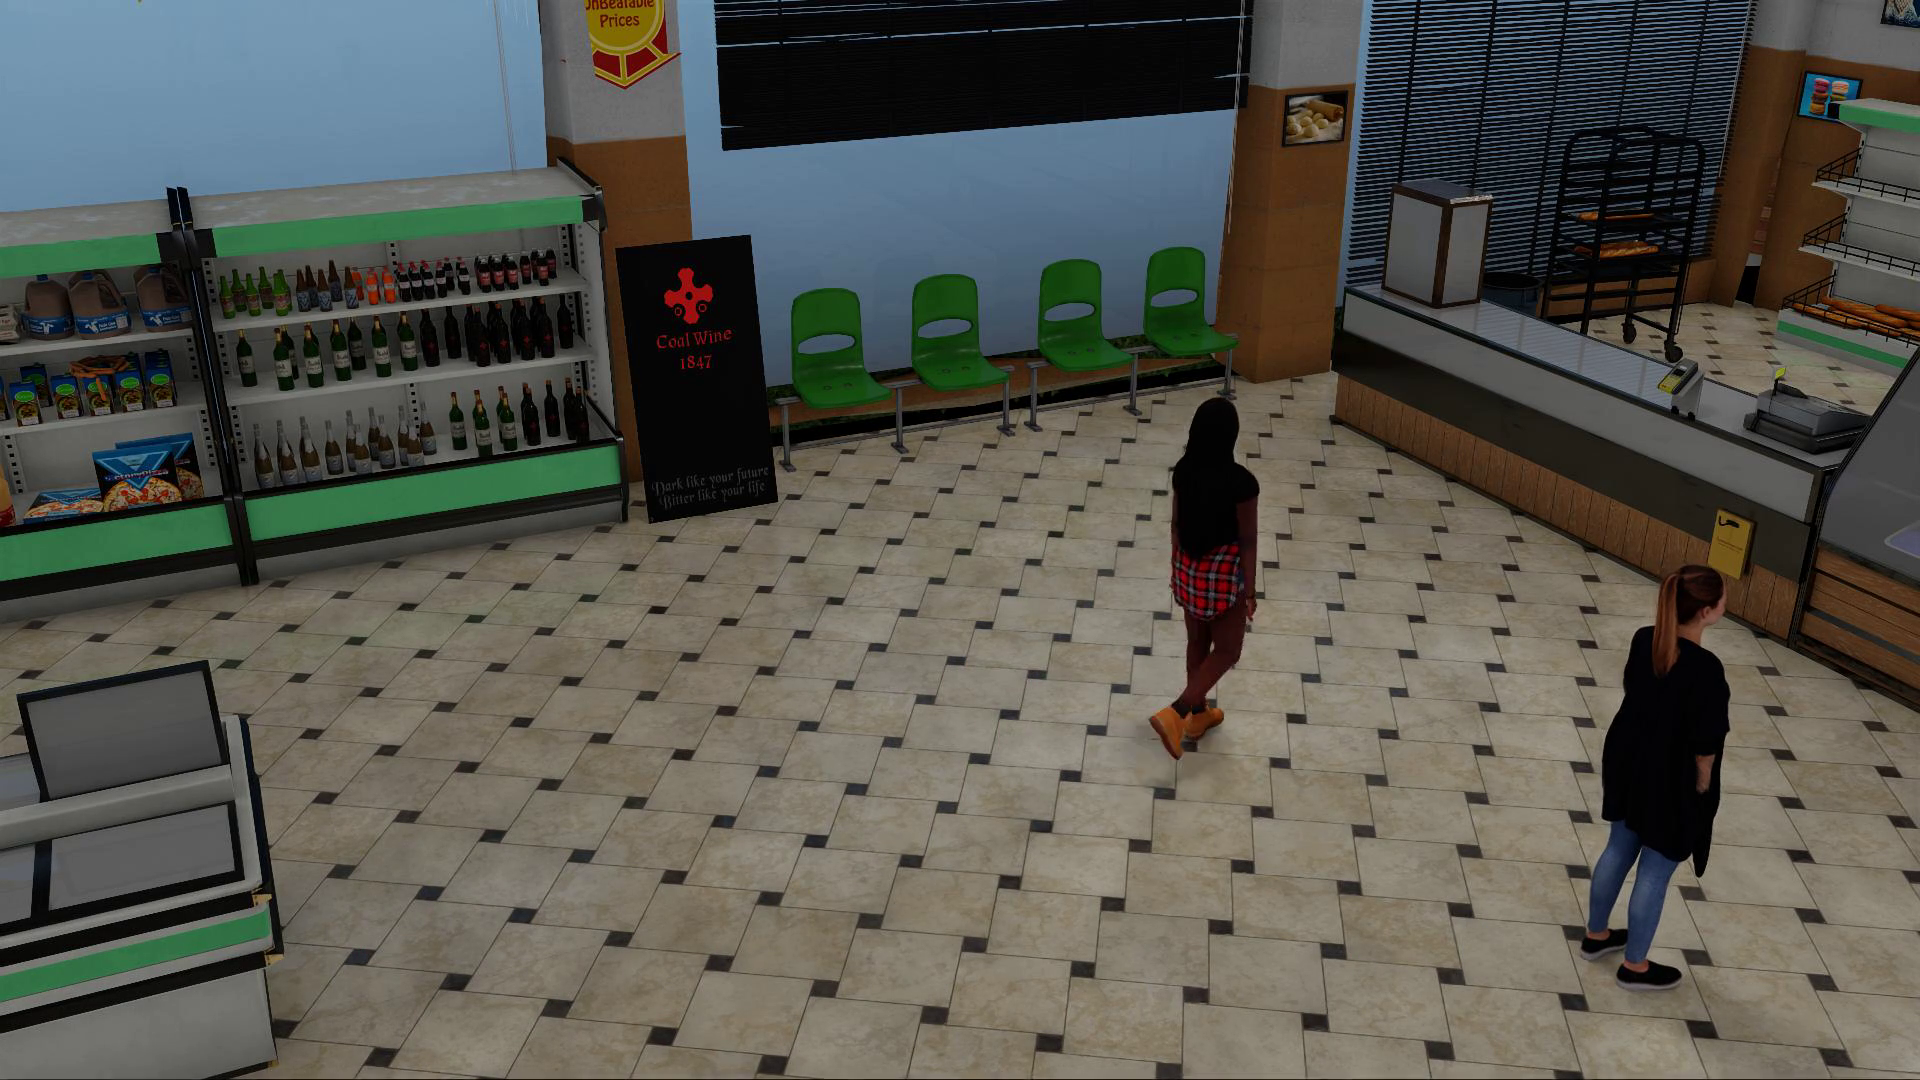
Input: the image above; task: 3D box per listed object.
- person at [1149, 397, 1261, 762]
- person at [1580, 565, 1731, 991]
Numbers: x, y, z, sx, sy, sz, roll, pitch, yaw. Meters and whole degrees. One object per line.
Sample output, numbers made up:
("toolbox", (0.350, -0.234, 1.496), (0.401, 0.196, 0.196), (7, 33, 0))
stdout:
("person", (1.083, 0.219, 7.492), (0.803, 1.708, 1.013), (21, 31, 40))
("person", (2.535, 0.861, 6.057), (0.587, 1.683, 0.652), (-8, 25, -17))
